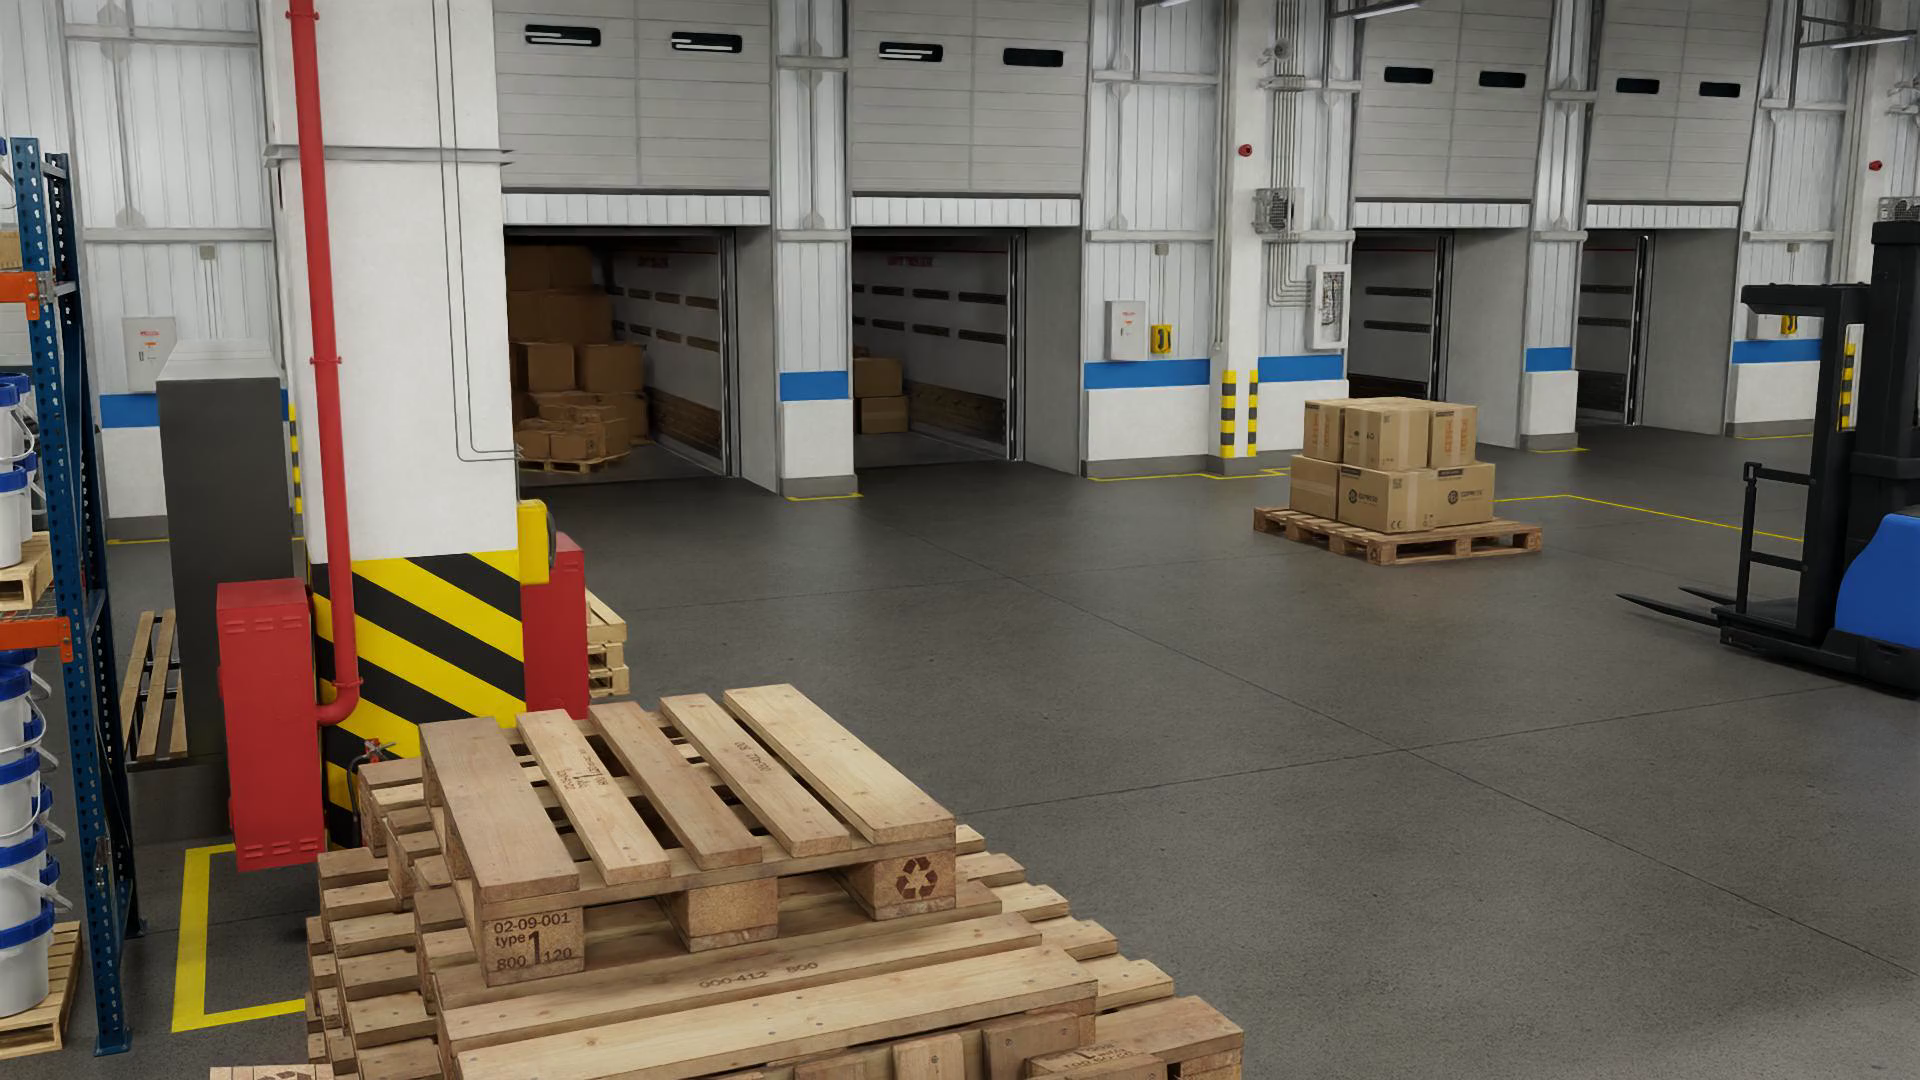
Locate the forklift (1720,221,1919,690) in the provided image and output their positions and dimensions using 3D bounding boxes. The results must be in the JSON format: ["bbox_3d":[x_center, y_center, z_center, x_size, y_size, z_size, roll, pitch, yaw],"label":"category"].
[{"bbox_3d":[5.949,-0.550,10.218,1.129,2.768,1.873,-4,11,-23],"label":"forklift"}]
